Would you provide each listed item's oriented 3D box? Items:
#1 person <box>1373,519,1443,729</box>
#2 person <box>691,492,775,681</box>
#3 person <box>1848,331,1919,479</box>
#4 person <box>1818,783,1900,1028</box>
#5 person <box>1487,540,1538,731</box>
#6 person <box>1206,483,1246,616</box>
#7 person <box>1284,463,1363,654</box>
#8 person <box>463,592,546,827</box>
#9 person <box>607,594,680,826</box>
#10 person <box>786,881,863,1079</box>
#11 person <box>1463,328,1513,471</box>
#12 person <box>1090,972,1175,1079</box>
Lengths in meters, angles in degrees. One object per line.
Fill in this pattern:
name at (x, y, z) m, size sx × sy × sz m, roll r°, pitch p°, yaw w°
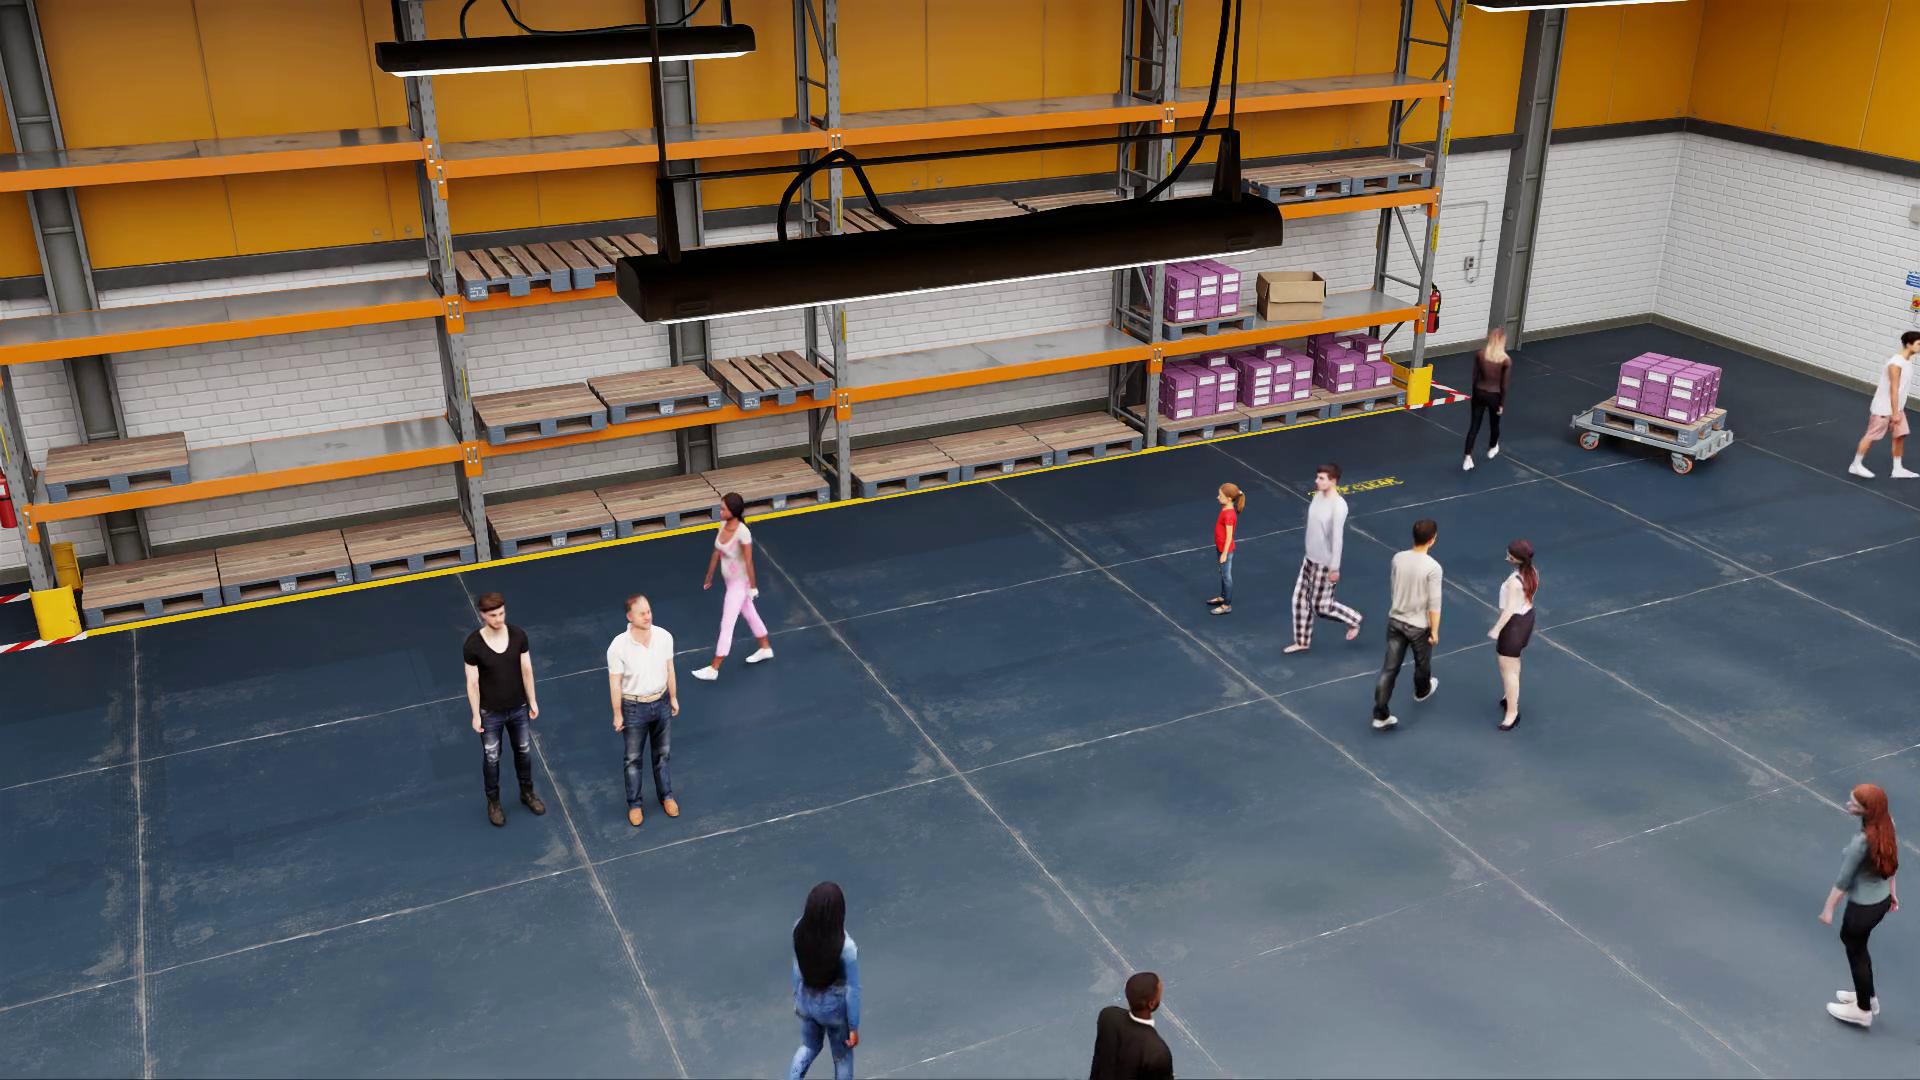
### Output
person at (3.676, 0.744, 13.799) m, size 0.996 × 1.752 × 1.275 m, roll 21°, pitch 31°, yaw 39°
person at (-1.892, 0.372, 14.712) m, size 1.147 × 1.702 × 0.725 m, roll -15°, pitch 28°, yaw -31°
person at (10.531, -1.547, 19.034) m, size 0.956 × 1.756 × 0.885 m, roll -19°, pitch 30°, yaw -37°
person at (5.659, 2.291, 10.319) m, size 0.635 × 1.704 × 0.744 m, roll -11°, pitch 26°, yaw -24°
person at (4.673, 0.736, 13.963) m, size 0.771 × 1.636 × 0.902 m, roll -20°, pitch 31°, yaw -38°
person at (2.541, 0.070, 15.892) m, size 0.599 × 1.310 × 0.567 m, roll 0°, pitch 24°, yaw 1°
person at (3.334, 0.172, 15.013) m, size 0.995 × 1.827 × 0.694 m, roll -7°, pitch 25°, yaw -16°
person at (-3.444, 1.236, 12.498) m, size 0.522 × 1.892 × 0.733 m, roll -14°, pitch 27°, yaw -28°
person at (-2.375, 1.236, 12.542) m, size 0.486 × 1.856 × 0.715 m, roll -11°, pitch 26°, yaw -23°
person at (-0.810, 2.711, 9.365) m, size 0.858 × 1.698 × 0.970 m, roll 14°, pitch 27°, yaw 30°
person at (6.063, -1.594, 19.266) m, size 1.000 × 1.657 × 1.212 m, roll 16°, pitch 28°, yaw 32°
person at (0.817, 3.019, 8.546) m, size 0.804 × 1.790 × 0.724 m, roll -15°, pitch 28°, yaw -31°
